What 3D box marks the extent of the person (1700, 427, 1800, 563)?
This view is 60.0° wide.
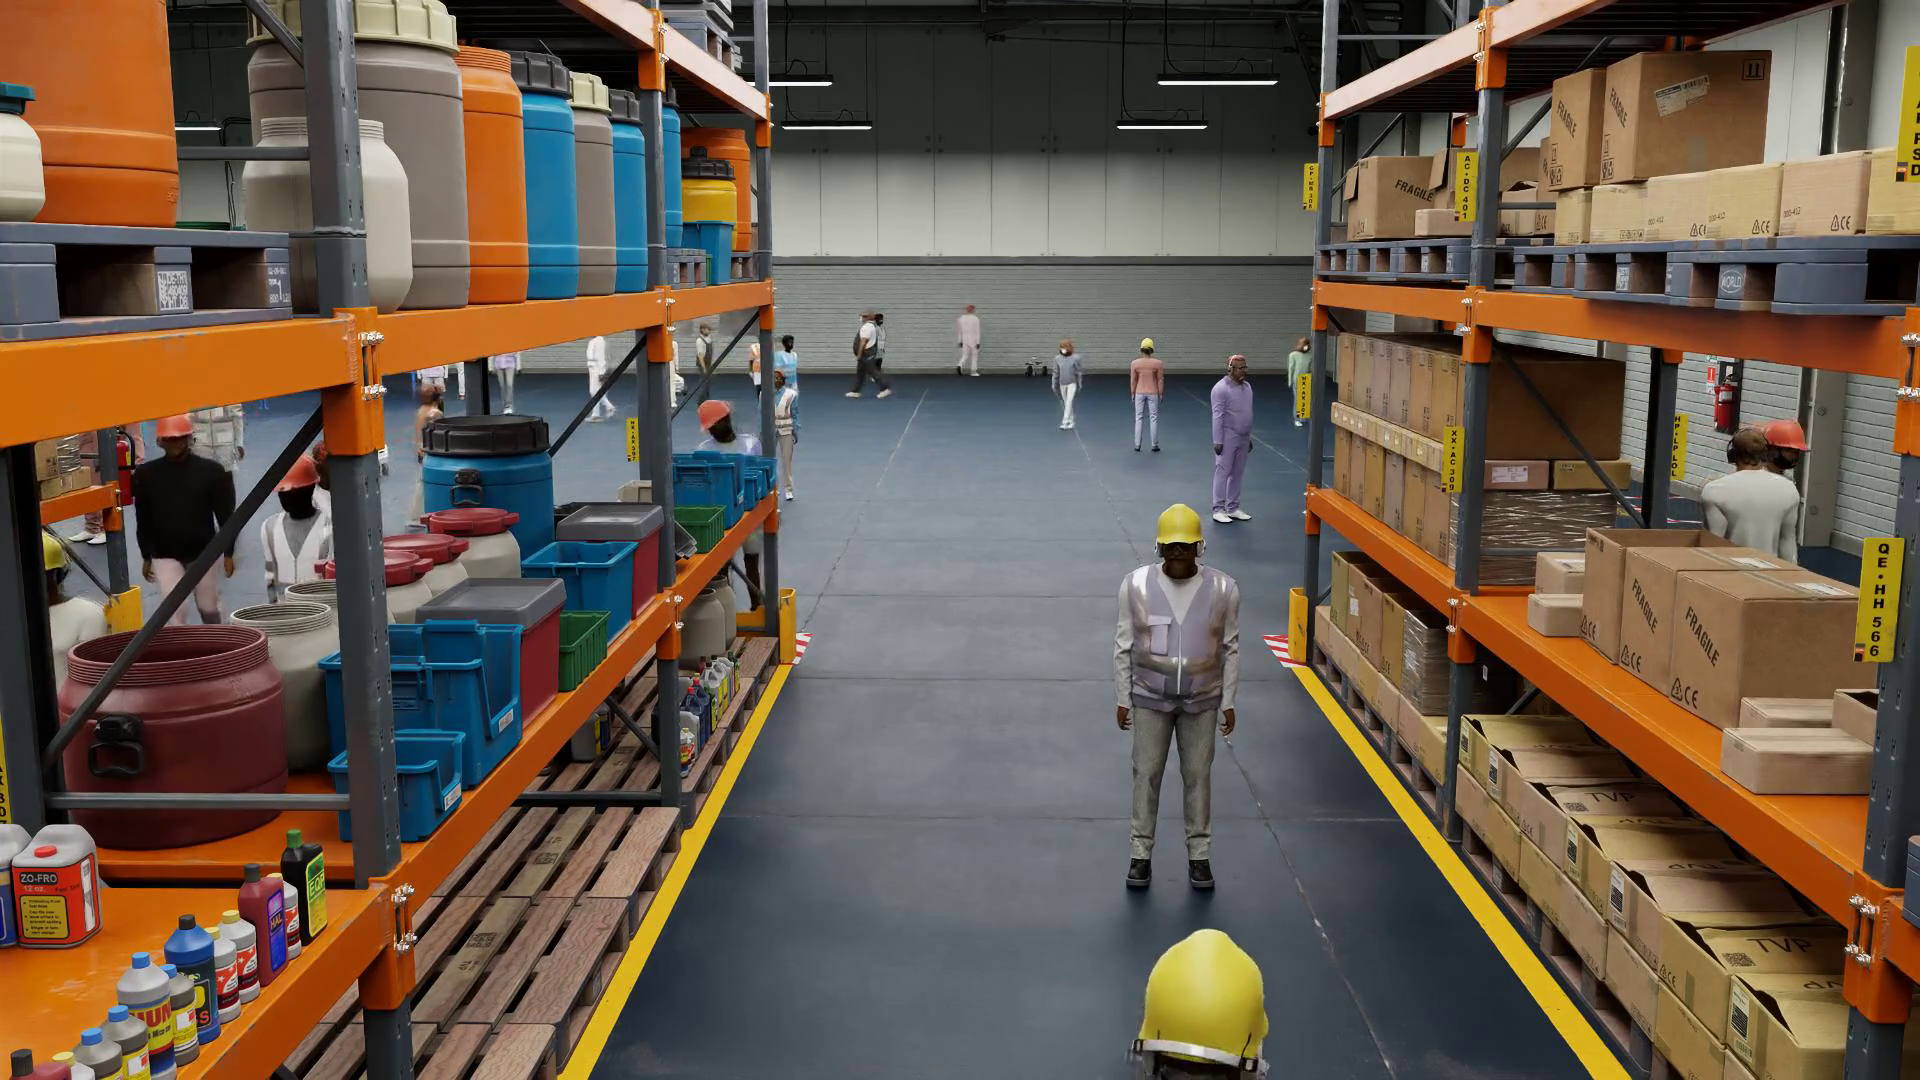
[{"bbox_3d":[4.871,0.266,10.367,0.630,1.936,0.366,-1,10,-7],"label":"person"}]

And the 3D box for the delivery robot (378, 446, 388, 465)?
[{"bbox_3d":[-8.197,-1.171,22.950,0.477,0.478,0.707,1,10,6],"label":"delivery robot"}]

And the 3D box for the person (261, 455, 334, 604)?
[{"bbox_3d":[-3.608,0.487,9.126,0.546,1.914,0.722,1,10,5],"label":"person"}]

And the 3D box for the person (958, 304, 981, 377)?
[{"bbox_3d":[0.243,-5.141,42.901,0.656,1.884,0.648,6,11,34],"label":"person"}]

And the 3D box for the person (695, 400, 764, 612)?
[{"bbox_3d":[-1.720,-0.181,13.237,0.737,1.889,0.367,-3,10,-16],"label":"person"}]

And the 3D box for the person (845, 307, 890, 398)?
[{"bbox_3d":[-1.995,-4.111,36.397,0.989,2.000,0.677,0,9,1],"label":"person"}]

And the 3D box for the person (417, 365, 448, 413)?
[{"bbox_3d":[-9.383,-2.944,29.594,0.548,1.934,0.375,-2,10,-13],"label":"person"}]

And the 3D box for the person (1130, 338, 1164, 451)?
[{"bbox_3d":[2.937,-2.281,26.120,0.525,1.772,0.308,2,10,12],"label":"person"}]

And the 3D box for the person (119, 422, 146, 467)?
[{"bbox_3d":[-11.484,-1.796,22.806,0.652,1.906,0.402,3,10,16],"label":"person"}]

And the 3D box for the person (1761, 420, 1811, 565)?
[{"bbox_3d":[5.378,0.160,11.035,0.562,1.920,0.404,-8,12,-39],"label":"person"}]

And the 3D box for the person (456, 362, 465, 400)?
[{"bbox_3d":[-10.712,-4.014,35.995,0.632,1.940,0.372,-5,11,-28],"label":"person"}]

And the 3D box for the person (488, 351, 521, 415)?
[{"bbox_3d":[-8.825,-3.344,32.117,0.608,1.884,0.915,-1,10,-6],"label":"person"}]

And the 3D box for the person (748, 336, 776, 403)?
[{"bbox_3d":[-3.845,-3.278,32.347,0.551,1.678,0.423,-1,10,-4],"label":"person"}]

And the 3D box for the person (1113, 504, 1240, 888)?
[{"bbox_3d":[1.020,0.736,7.860,0.595,1.832,0.404,1,9,4],"label":"person"}]

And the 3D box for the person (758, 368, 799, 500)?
[{"bbox_3d":[-2.268,-1.323,20.765,0.512,1.641,0.309,0,9,-1],"label":"person"}]

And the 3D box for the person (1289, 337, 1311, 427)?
[{"bbox_3d":[6.181,-2.880,30.164,0.512,1.624,0.416,-1,10,-9],"label":"person"}]

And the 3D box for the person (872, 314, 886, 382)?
[{"bbox_3d":[-2.025,-4.773,41.286,0.321,1.689,0.530,3,10,20],"label":"person"}]

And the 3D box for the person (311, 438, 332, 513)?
[{"bbox_3d":[-3.935,0.289,10.438,0.359,1.875,0.586,4,10,23],"label":"person"}]

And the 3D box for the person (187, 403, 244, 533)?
[{"bbox_3d":[-8.119,-1.076,18.087,0.613,2.039,0.393,-3,10,-18],"label":"person"}]

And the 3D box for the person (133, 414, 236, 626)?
[{"bbox_3d":[-5.353,0.058,11.529,0.622,1.970,0.859,-3,10,-18],"label":"person"}]

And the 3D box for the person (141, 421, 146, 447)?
[{"bbox_3d":[-13.147,-2.360,26.482,0.565,1.815,0.772,-6,11,-33],"label":"person"}]

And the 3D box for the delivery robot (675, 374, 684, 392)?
[{"bbox_3d":[-6.414,-3.547,37.179,0.477,0.478,0.707,-4,10,-23],"label":"delivery robot"}]

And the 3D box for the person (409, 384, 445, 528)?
[{"bbox_3d":[-5.828,-0.949,18.645,0.866,1.586,0.545,-7,12,-35],"label":"person"}]

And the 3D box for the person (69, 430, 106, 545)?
[{"bbox_3d":[-9.223,-0.908,17.516,0.642,1.901,0.404,6,11,32],"label":"person"}]

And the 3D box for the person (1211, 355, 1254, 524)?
[{"bbox_3d":[3.138,-1.157,18.977,0.652,1.906,0.402,-9,13,-43],"label":"person"}]

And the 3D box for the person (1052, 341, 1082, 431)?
[{"bbox_3d":[1.890,-2.733,29.381,0.509,1.576,0.875,4,10,25],"label":"person"}]

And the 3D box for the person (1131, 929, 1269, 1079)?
[{"bbox_3d":[0.410,1.567,3.034,0.612,1.783,0.919,2,10,14],"label":"person"}]

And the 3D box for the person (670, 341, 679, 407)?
[{"bbox_3d":[-6.001,-3.530,34.030,0.499,1.629,0.265,1,9,3],"label":"person"}]

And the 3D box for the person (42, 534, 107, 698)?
[{"bbox_3d":[-4.132,0.838,7.564,0.535,1.747,0.679,0,9,-1],"label":"person"}]

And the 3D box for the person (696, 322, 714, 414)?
[{"bbox_3d":[-4.977,-3.383,32.650,0.348,1.809,0.674,2,10,12],"label":"person"}]

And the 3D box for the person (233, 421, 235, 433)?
[{"bbox_3d":[-12.322,-2.532,27.705,0.495,1.727,0.563,0,9,-1],"label":"person"}]

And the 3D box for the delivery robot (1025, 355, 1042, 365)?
[{"bbox_3d":[1.928,-4.688,43.237,0.335,0.223,0.698,4,10,23],"label":"delivery robot"}]

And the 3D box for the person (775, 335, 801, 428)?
[{"bbox_3d":[-3.143,-2.844,29.750,0.599,1.679,0.538,8,12,40],"label":"person"}]

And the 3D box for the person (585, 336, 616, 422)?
[{"bbox_3d":[-6.724,-3.116,30.807,0.461,1.873,0.596,-6,11,-31],"label":"person"}]
